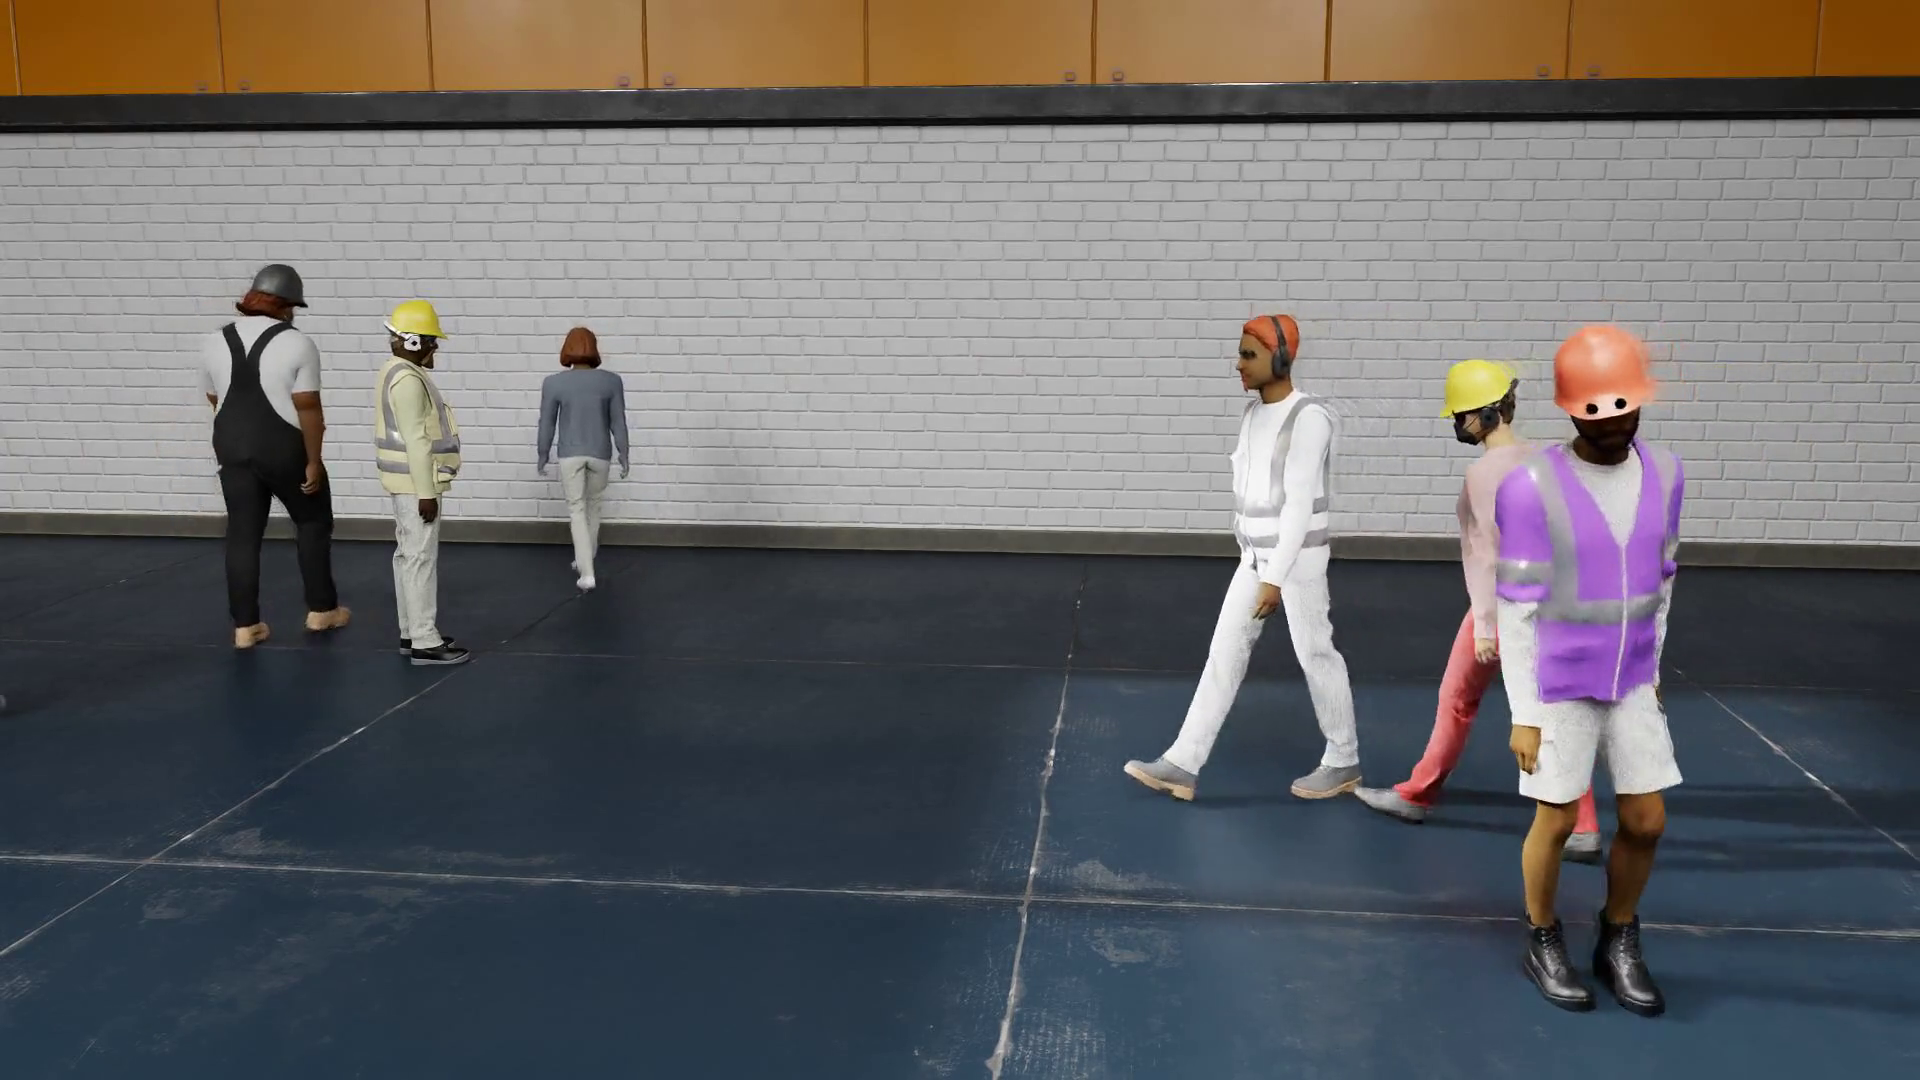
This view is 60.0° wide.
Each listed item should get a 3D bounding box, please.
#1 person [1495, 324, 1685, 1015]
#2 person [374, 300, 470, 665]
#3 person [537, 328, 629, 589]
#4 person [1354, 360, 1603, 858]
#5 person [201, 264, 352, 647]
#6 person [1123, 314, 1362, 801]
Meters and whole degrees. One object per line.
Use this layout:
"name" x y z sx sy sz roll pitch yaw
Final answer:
"person" 1.656 0.373 4.409 0.589 1.886 0.552 -2 10 -14
"person" -2.718 -0.288 8.378 0.404 1.827 0.586 -5 11 -27
"person" -2.357 -0.515 10.328 0.530 1.587 0.686 -5 11 -26
"person" 1.837 0.236 5.724 0.907 1.696 0.530 9 13 42
"person" -3.641 -0.485 8.888 0.712 2.000 0.825 2 10 10
"person" 1.122 0.092 6.165 0.975 1.832 0.599 -4 11 -20
